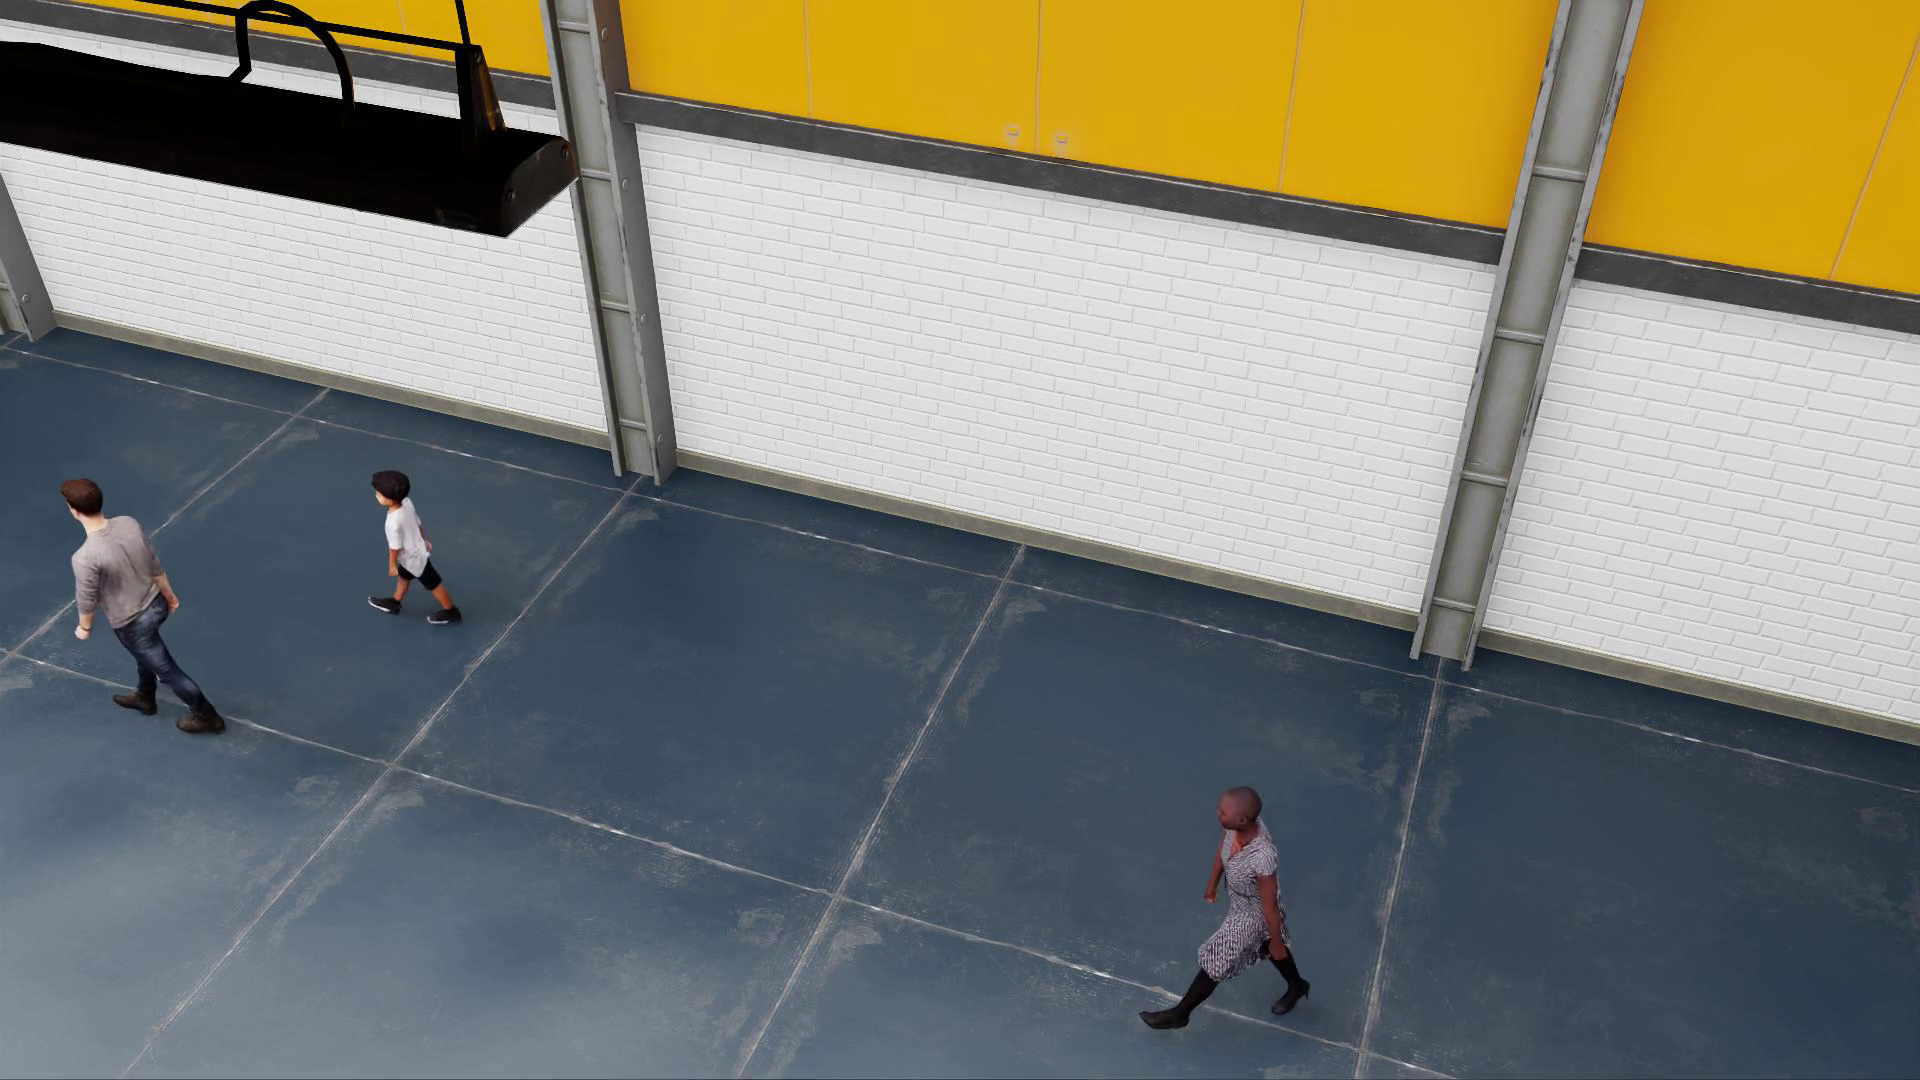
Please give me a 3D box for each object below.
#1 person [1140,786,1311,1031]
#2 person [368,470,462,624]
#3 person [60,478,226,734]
[{"bbox_3d":[1.545,1.879,8.330,1.254,1.732,1.025,-9,39,-11],"label":"person"},{"bbox_3d":[-3.564,0.072,10.998,0.911,1.226,0.695,-1,39,-1],"label":"person"},{"bbox_3d":[-4.845,0.474,9.979,1.069,1.870,0.800,6,39,7],"label":"person"}]
